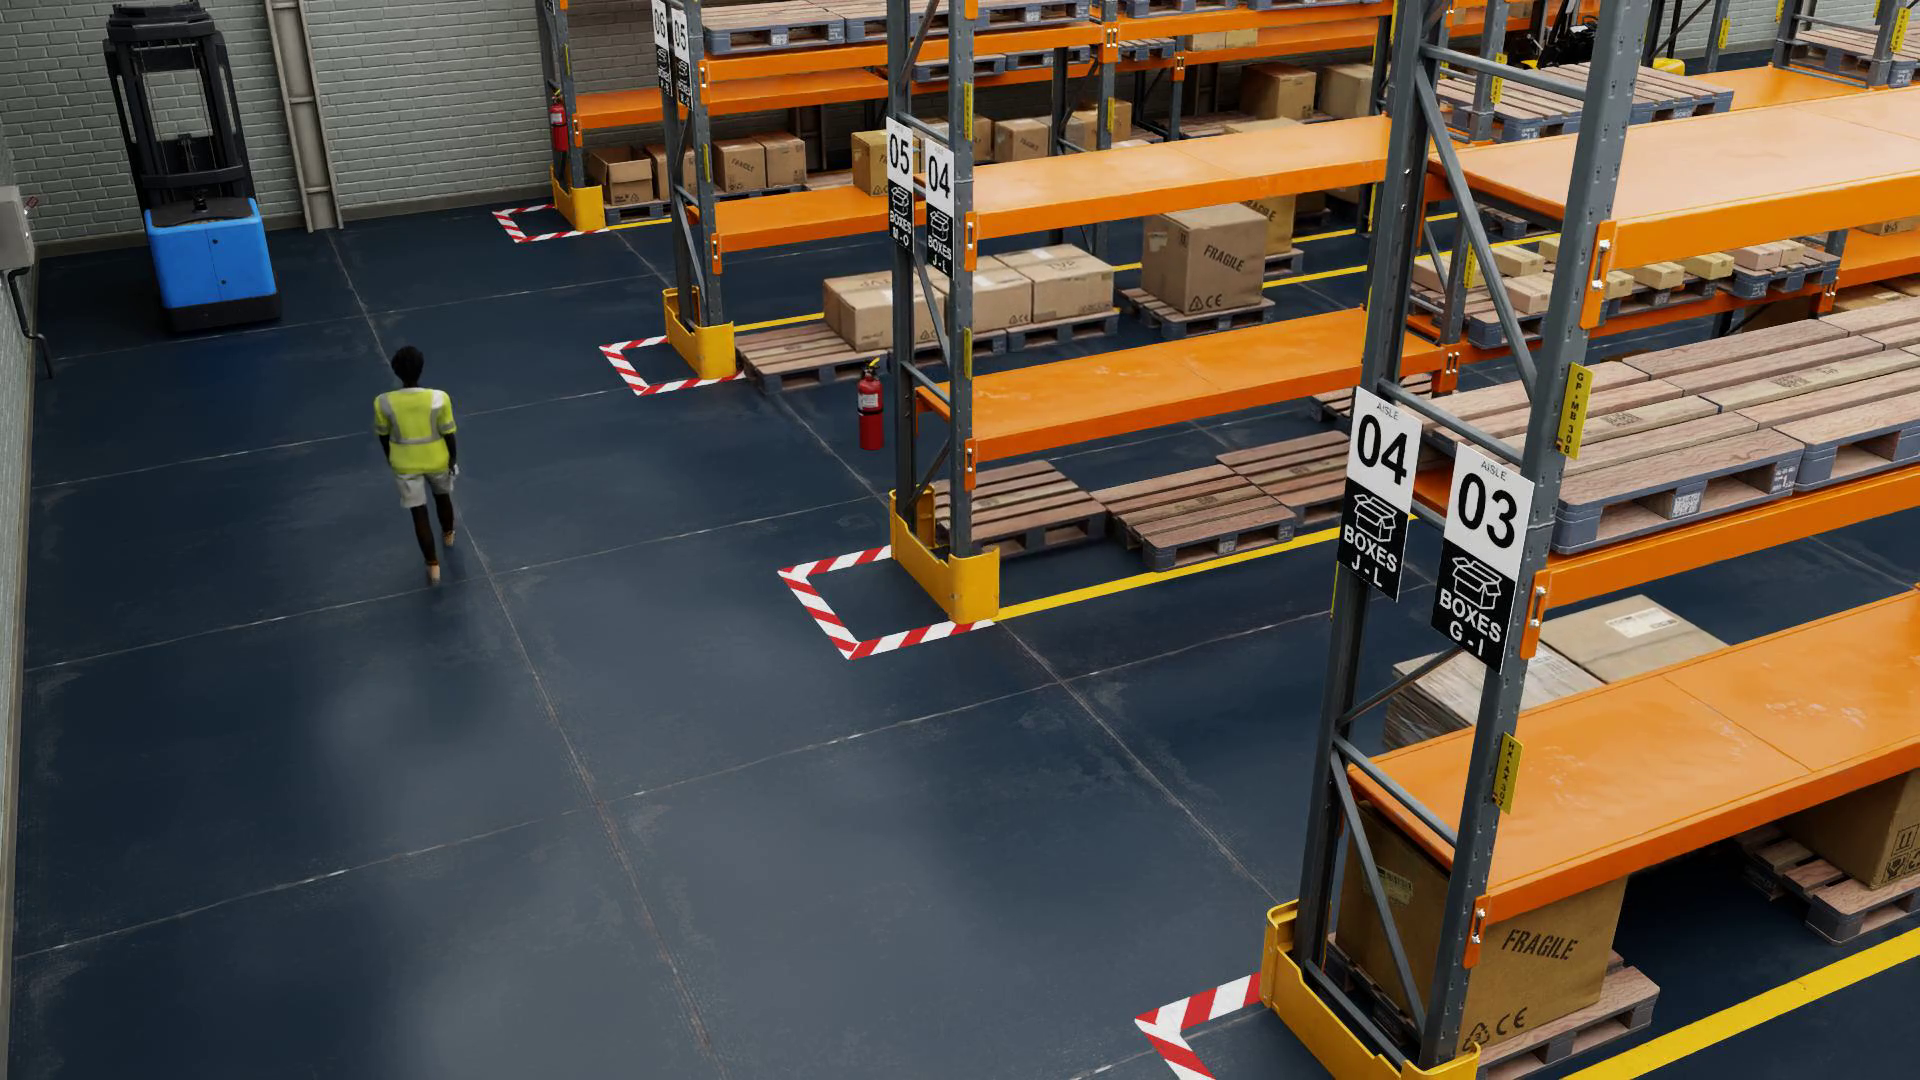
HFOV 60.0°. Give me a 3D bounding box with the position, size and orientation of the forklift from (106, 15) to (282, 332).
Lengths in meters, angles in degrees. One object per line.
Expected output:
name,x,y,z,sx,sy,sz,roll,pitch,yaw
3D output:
forklift,-7.548,-3.672,16.323,1.129,2.768,1.873,-12,30,-22

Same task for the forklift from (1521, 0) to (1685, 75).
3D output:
forklift,8.950,-6.807,23.056,1.214,2.155,2.313,-12,30,-22

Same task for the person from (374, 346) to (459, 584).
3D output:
person,-3.800,-0.579,11.702,0.538,1.657,0.819,-10,29,-18
